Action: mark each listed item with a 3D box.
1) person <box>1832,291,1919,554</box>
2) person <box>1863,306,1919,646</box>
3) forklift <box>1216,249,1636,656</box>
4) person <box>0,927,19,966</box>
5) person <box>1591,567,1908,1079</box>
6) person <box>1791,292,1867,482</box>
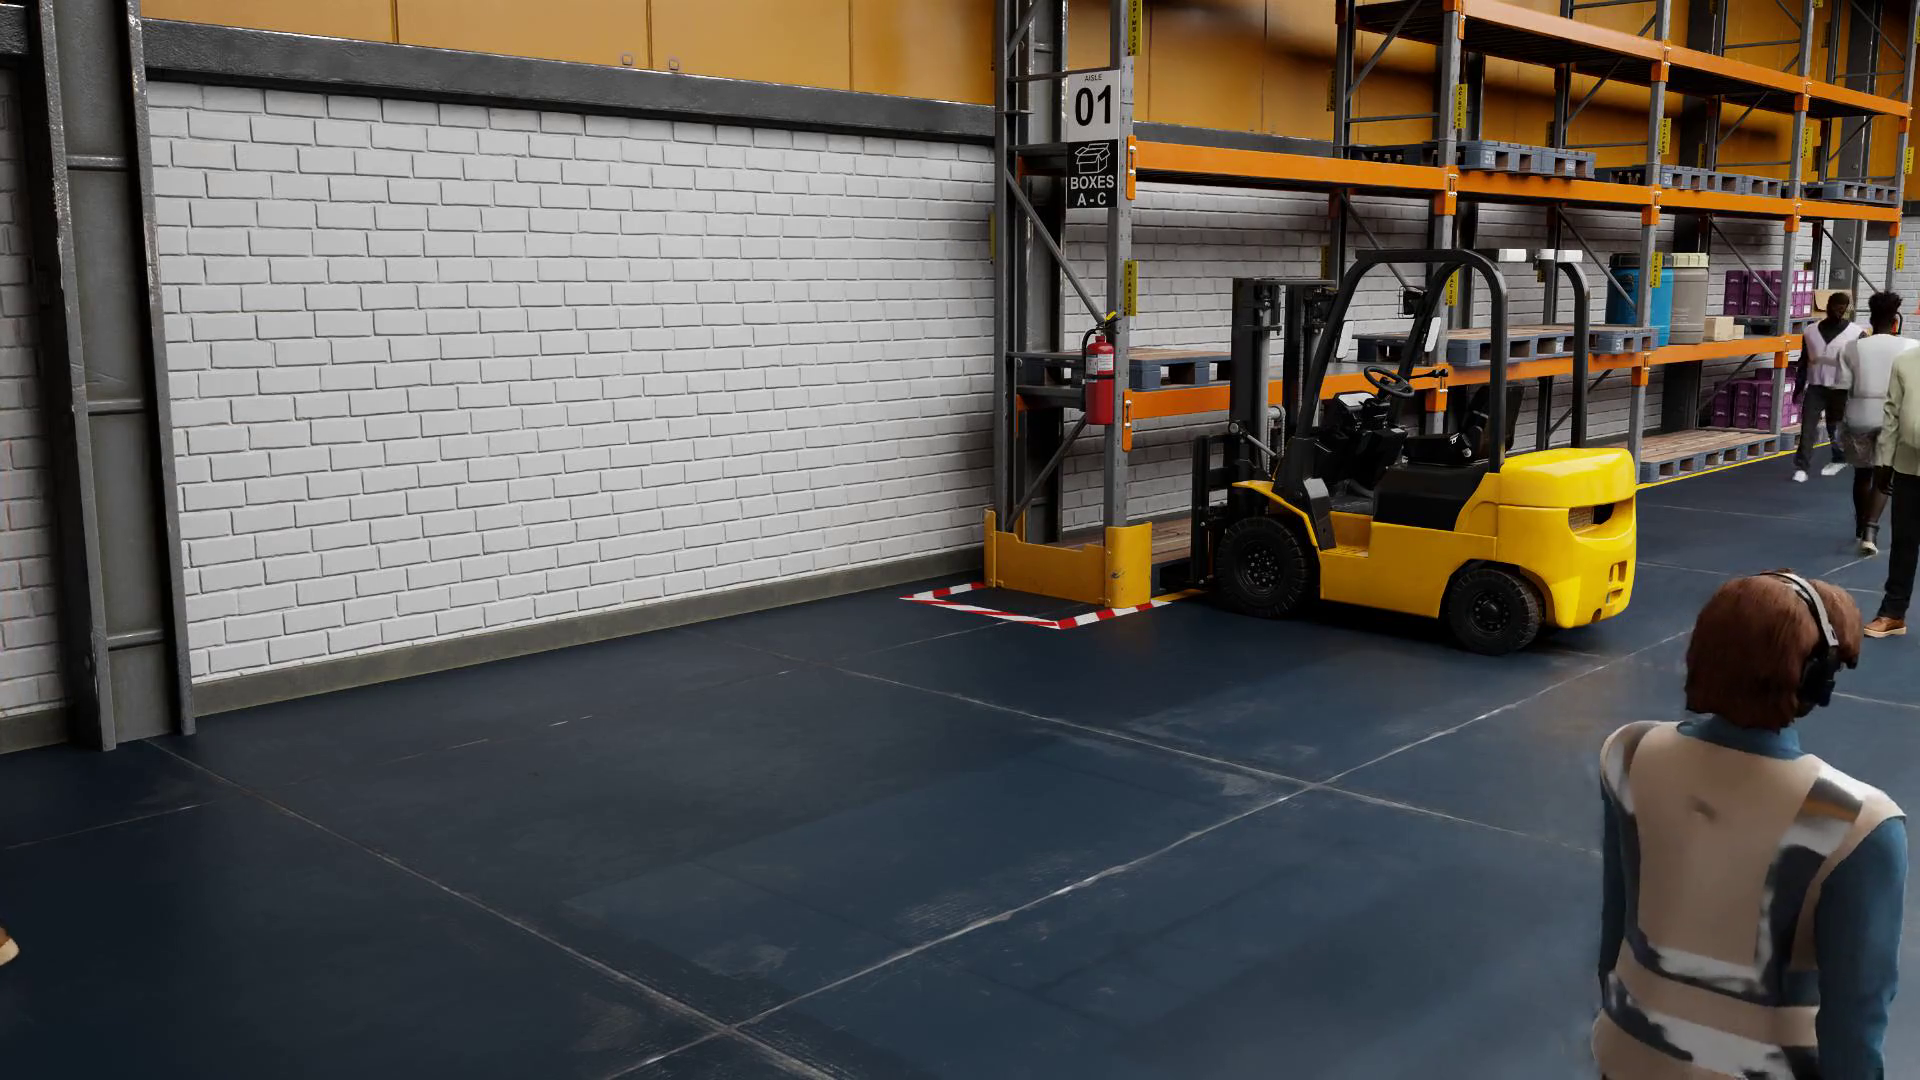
[{"bbox_3d":[6.769,-0.873,12.277,0.599,1.920,1.026,7,11,36],"label":"person"},{"bbox_3d":[5.347,-0.407,9.144,0.391,1.995,0.613,-5,11,-29],"label":"person"},{"bbox_3d":[2.710,-0.584,9.626,2.313,2.155,1.214,9,13,43],"label":"forklift"},{"bbox_3d":[-3.083,0.392,4.454,0.825,1.931,0.618,-3,10,-20],"label":"person"},{"bbox_3d":[1.187,0.851,2.589,0.411,1.624,0.520,-6,11,-34],"label":"person"},{"bbox_3d":[8.542,-1.507,16.339,0.948,1.862,0.655,-8,13,-42],"label":"person"}]
